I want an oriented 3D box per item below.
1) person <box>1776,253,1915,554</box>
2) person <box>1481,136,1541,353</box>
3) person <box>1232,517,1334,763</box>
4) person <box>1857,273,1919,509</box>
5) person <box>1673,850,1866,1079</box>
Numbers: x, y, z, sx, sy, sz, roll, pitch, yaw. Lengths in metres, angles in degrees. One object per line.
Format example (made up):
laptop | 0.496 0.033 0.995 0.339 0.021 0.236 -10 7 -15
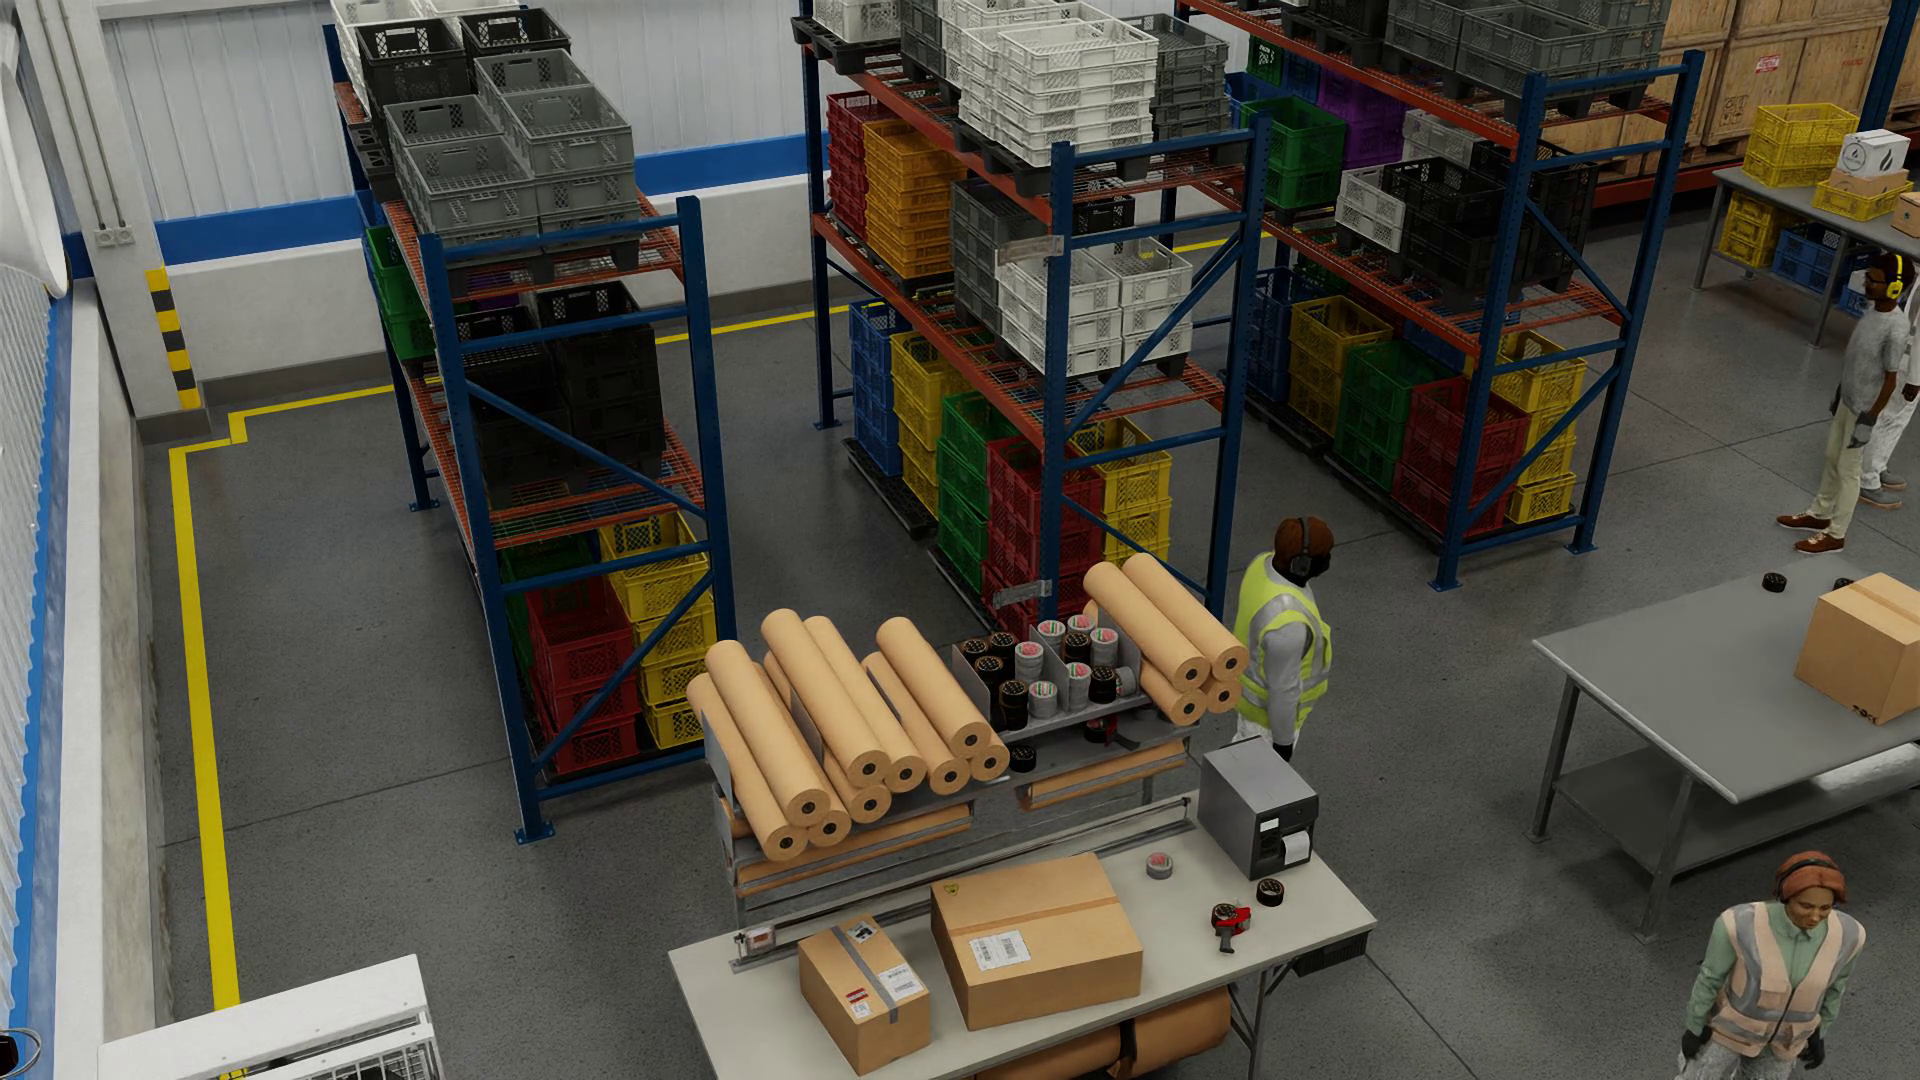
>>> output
person | 5.217 -0.782 9.700 0.331 1.872 0.513 4 32 7
person | 3.710 -1.844 11.361 0.372 1.940 0.632 14 34 21
person | 1.392 0.700 7.334 0.430 1.837 0.629 0 32 0
person | 5.880 -1.100 10.217 0.343 1.874 0.578 17 36 26
person | 2.789 1.727 5.840 0.515 1.641 0.314 2 32 3
